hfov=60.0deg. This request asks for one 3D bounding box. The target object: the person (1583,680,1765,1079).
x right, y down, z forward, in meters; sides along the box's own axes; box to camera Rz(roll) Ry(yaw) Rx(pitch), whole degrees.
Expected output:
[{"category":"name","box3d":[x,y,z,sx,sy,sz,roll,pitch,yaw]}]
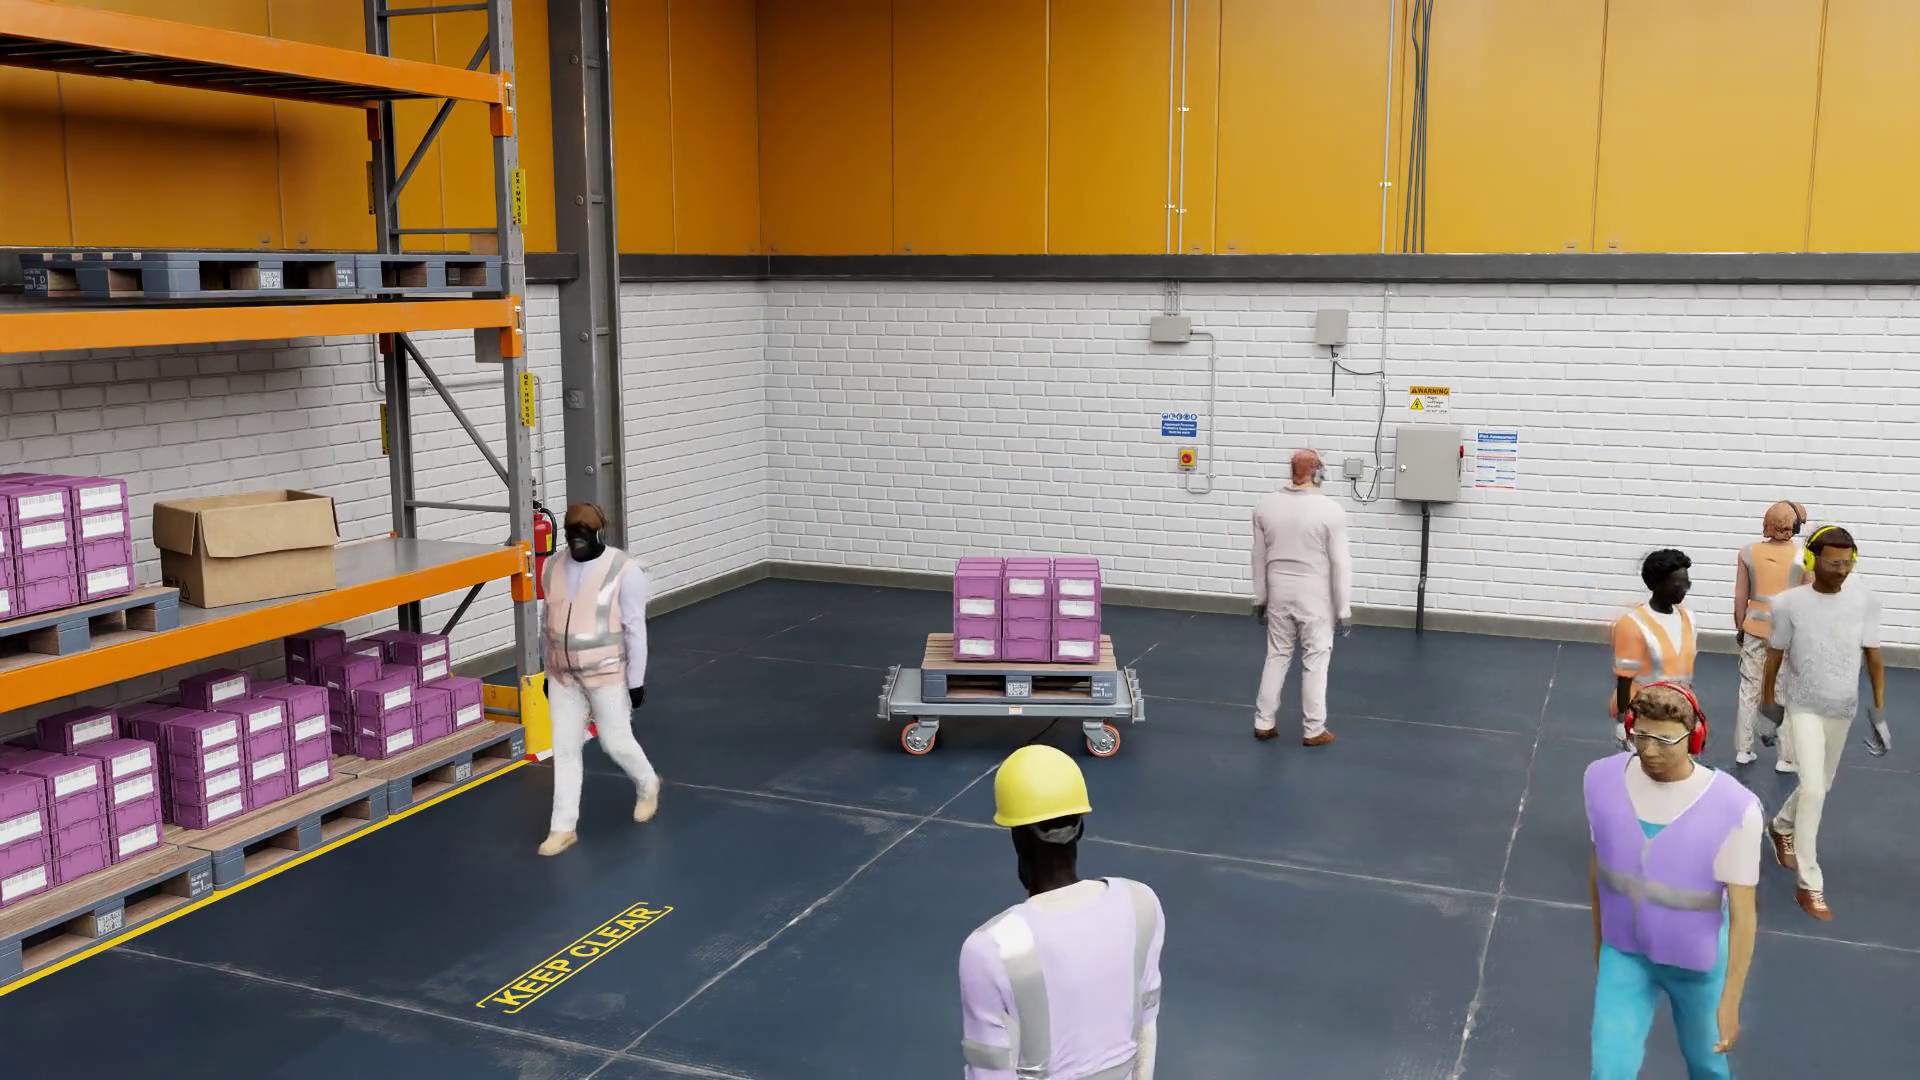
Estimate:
[{"category":"person","box3d":[2.248,1.293,5.245,0.583,1.792,0.994,9,13,43]}]

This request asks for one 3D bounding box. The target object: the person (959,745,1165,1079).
[{"category":"person","box3d":[0.216,1.433,3.976,0.584,1.917,0.381,-7,12,-37]}]

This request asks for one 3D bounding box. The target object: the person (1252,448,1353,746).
[{"category":"person","box3d":[2.160,0.373,10.514,0.680,1.900,0.461,8,12,41]}]

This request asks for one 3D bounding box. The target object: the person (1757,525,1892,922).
[{"category":"person","box3d":[4.139,0.814,8.051,0.518,1.831,0.925,0,9,2]}]

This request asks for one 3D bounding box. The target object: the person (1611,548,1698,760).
[{"category":"person","box3d":[3.379,0.850,8.220,0.539,1.679,0.573,-5,10,-26]}]

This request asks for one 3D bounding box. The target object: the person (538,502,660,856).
[{"category":"person","box3d":[-1.930,0.692,8.765,0.644,1.821,0.785,3,10,20]}]

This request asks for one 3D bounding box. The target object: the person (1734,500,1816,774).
[{"category":"person","box3d":[4.896,0.579,9.982,0.311,1.642,0.513,-8,12,-38]}]
